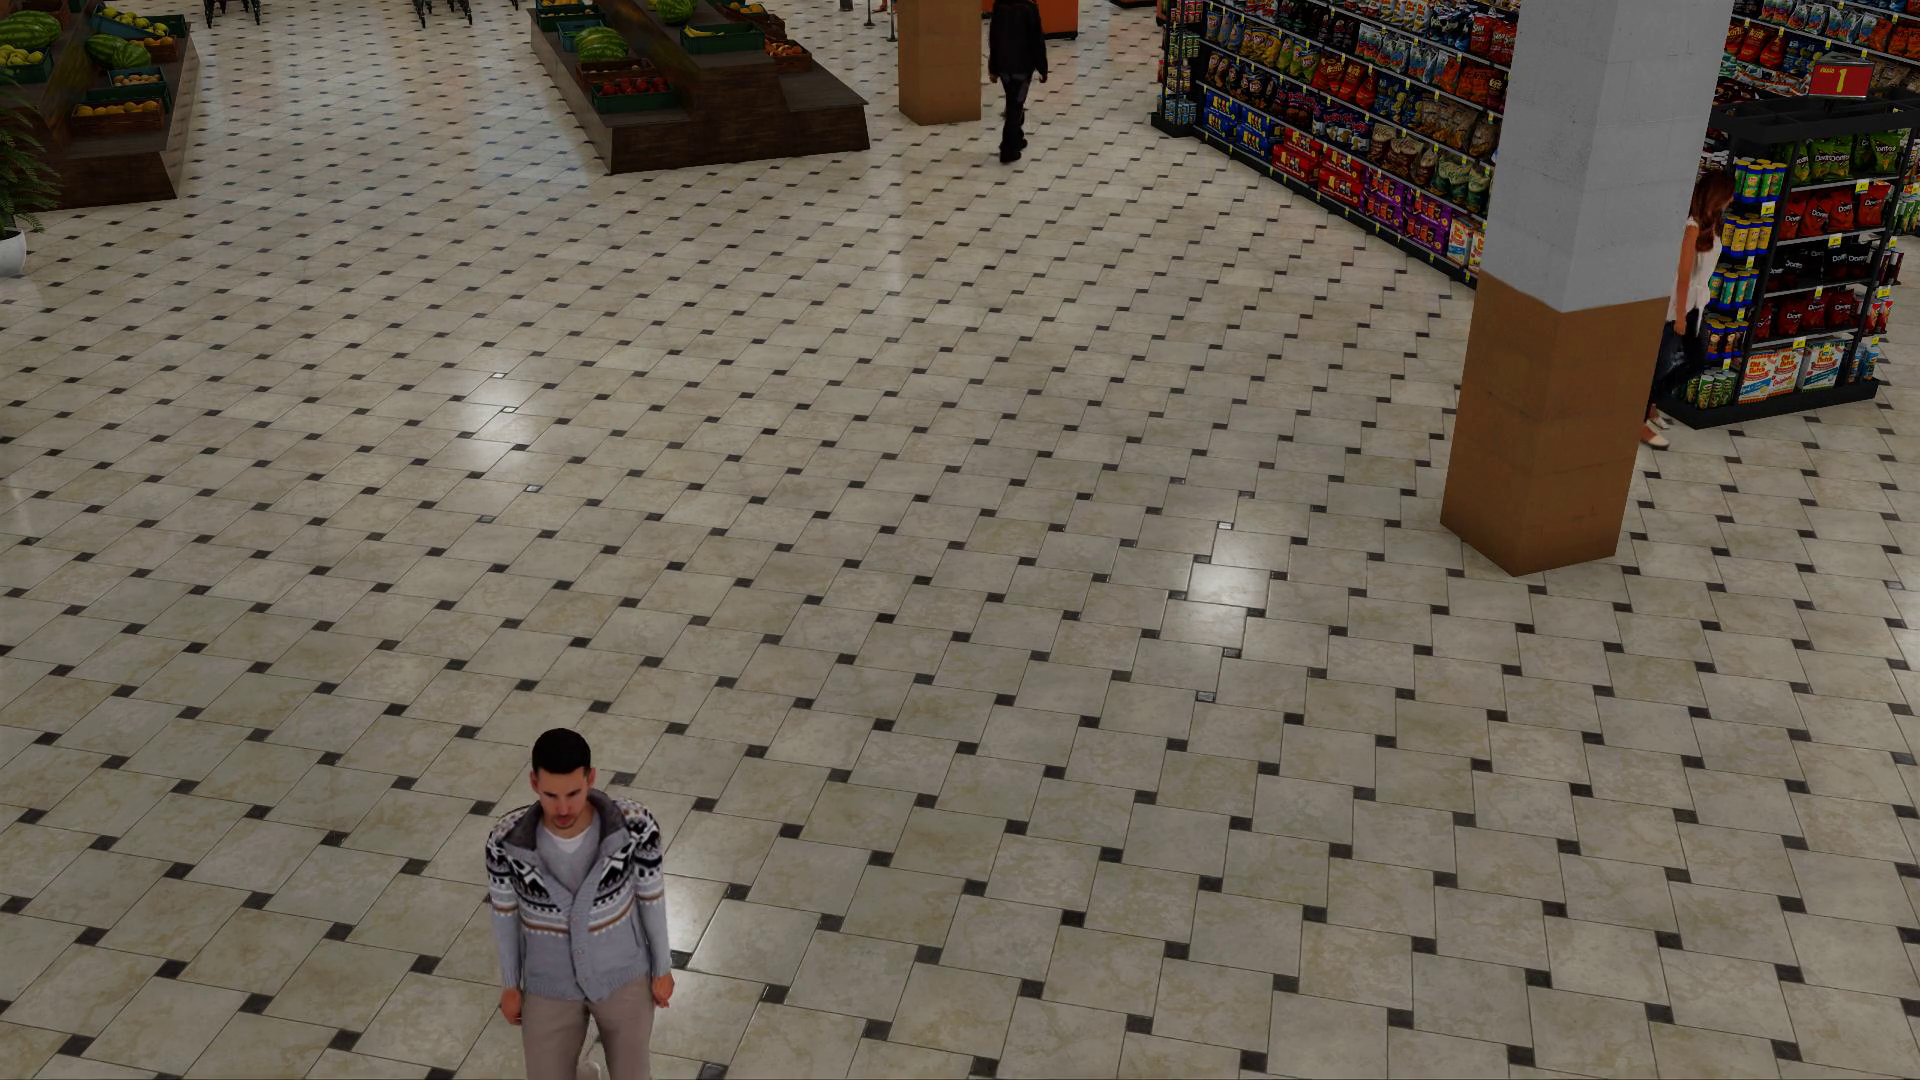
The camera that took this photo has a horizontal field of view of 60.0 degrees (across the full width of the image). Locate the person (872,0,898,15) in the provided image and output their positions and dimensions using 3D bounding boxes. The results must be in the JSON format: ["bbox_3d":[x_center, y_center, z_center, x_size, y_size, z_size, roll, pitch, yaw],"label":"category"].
[{"bbox_3d":[-0.982,-8.052,22.474,0.637,1.790,0.736,19,34,31],"label":"person"}]

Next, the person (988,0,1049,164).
[{"bbox_3d":[0.488,-4.536,16.021,1.008,1.802,1.050,17,33,28],"label":"person"}]

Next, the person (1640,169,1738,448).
[{"bbox_3d":[4.437,-1.465,10.423,0.727,1.776,0.731,-22,36,-35],"label":"person"}]

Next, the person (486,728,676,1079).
[{"bbox_3d":[-1.176,1.313,5.265,0.760,1.843,0.795,-5,29,-9],"label":"person"}]
